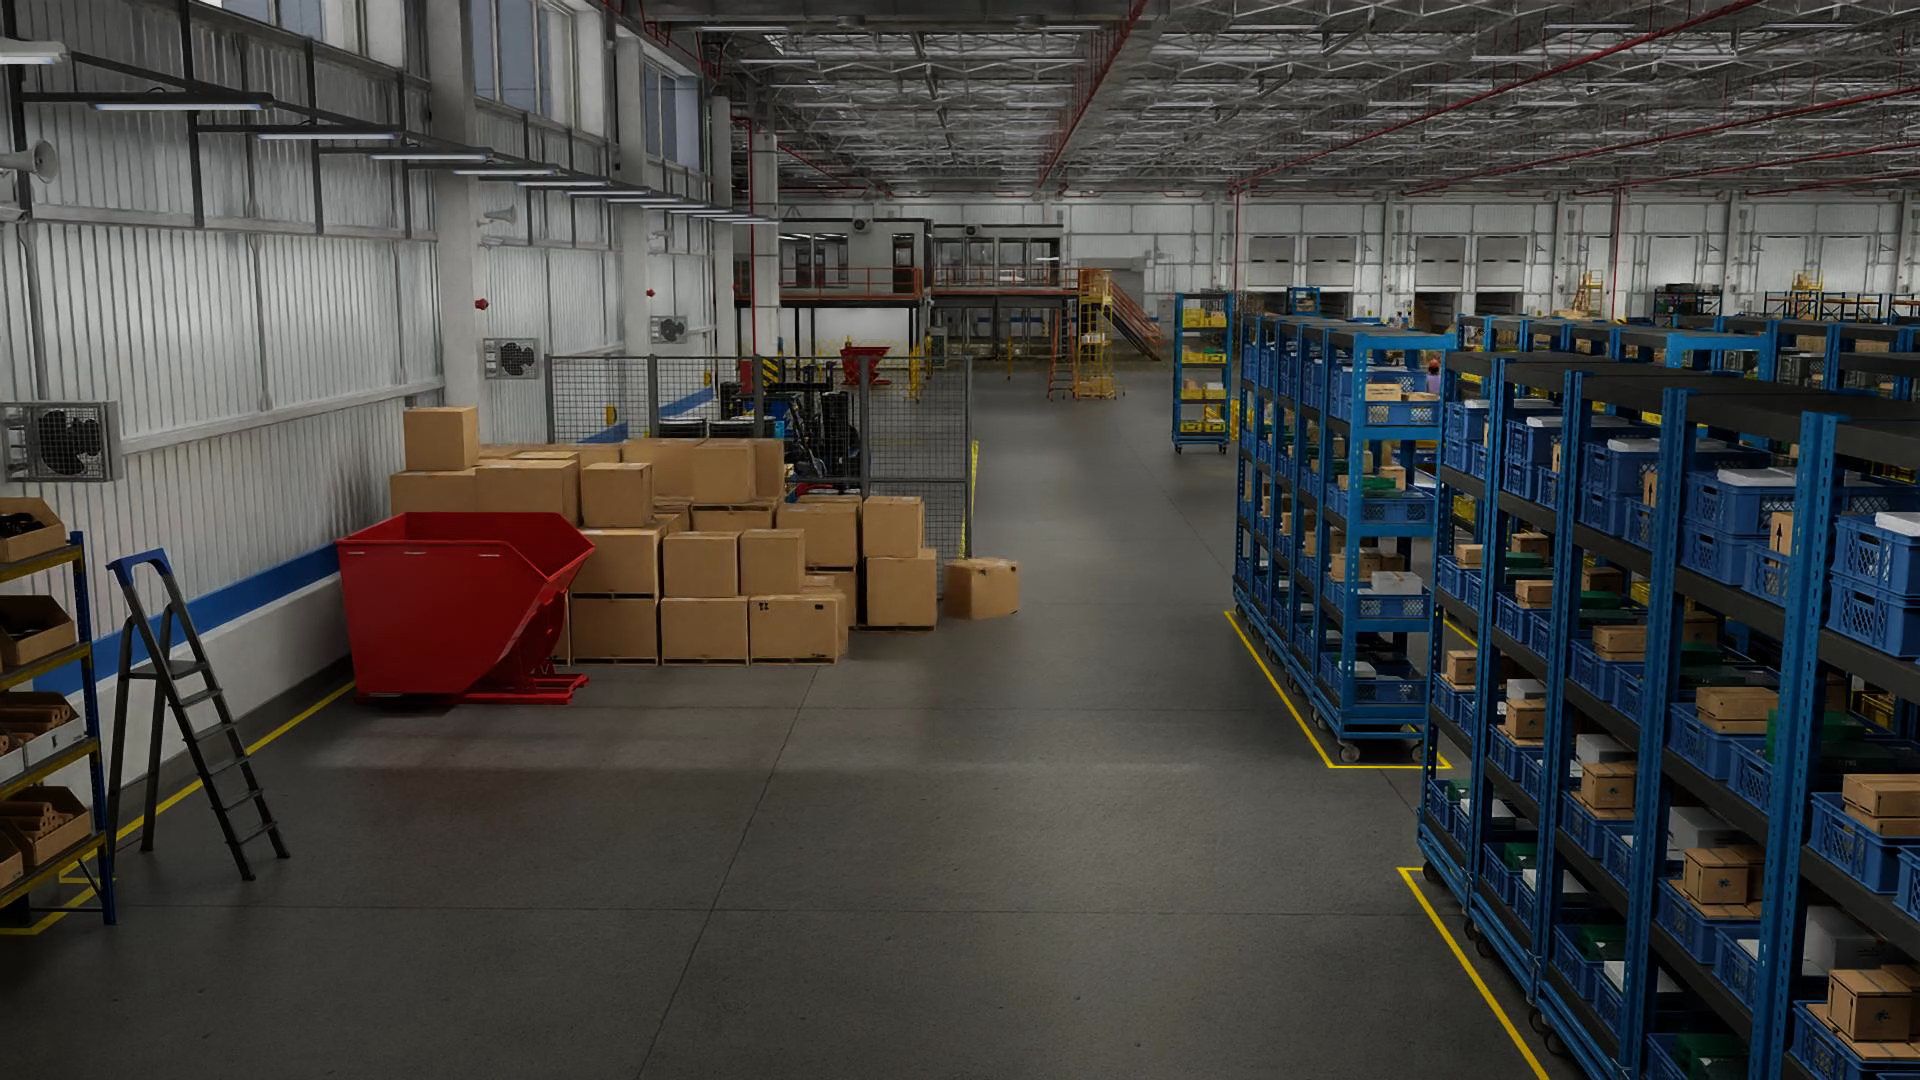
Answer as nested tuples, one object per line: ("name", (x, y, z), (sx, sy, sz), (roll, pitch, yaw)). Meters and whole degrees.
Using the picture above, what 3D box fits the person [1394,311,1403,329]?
("person", (24.688, -11.987, 93.773), (0.512, 1.822, 0.667), (-2, 9, -14))

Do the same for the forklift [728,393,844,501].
("forklift", (-2.979, -1.316, 26.476), (2.680, 1.987, 1.157), (0, 9, 1))

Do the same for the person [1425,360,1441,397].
("person", (10.973, -3.162, 38.643), (0.605, 2.045, 0.387), (0, 9, 2))

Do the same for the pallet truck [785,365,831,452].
("pallet truck", (-3.774, -2.976, 37.635), (1.885, 1.965, 0.823), (1, 9, 5))

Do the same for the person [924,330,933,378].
("person", (-1.215, -7.149, 63.868), (0.343, 1.839, 0.506), (3, 10, 21))

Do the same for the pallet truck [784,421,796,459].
("pallet truck", (-4.013, -1.793, 32.705), (1.601, 1.201, 0.680), (0, 9, 1))

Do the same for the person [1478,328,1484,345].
("person", (20.544, -7.469, 65.881), (0.858, 1.825, 0.529), (8, 12, 39))

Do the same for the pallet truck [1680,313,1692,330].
("pallet truck", (36.315, -10.531, 84.244), (0.823, 1.965, 1.885), (-6, 11, -33))

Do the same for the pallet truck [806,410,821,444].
("pallet truck", (-3.559, -2.018, 33.905), (1.522, 1.261, 0.704), (0, 9, -1))

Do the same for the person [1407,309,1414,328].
("person", (25.600, -12.173, 94.634), (0.407, 1.918, 0.601), (6, 11, 34))

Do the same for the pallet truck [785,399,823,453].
("pallet truck", (-3.814, -2.432, 36.419), (1.630, 1.274, 0.653), (0, 9, 1))

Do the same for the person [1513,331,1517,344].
("person", (25.943, -9.304, 77.103), (1.022, 1.870, 0.600), (2, 9, 11))

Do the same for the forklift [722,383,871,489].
("forklift", (-2.893, -1.687, 28.729), (2.680, 1.987, 1.157), (0, 9, -1))

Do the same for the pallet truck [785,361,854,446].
("pallet truck", (-3.410, -3.193, 38.978), (1.885, 1.965, 0.823), (0, 9, -1))

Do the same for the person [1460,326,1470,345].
("person", (24.593, -9.985, 81.223), (0.584, 1.882, 0.346), (6, 11, 34))

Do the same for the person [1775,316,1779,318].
("person", (39.764, -9.975, 81.166), (1.042, 1.892, 0.644), (-5, 11, -29))

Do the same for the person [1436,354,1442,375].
("person", (13.007, -4.095, 44.978), (0.988, 1.854, 0.669), (1, 9, 5))
